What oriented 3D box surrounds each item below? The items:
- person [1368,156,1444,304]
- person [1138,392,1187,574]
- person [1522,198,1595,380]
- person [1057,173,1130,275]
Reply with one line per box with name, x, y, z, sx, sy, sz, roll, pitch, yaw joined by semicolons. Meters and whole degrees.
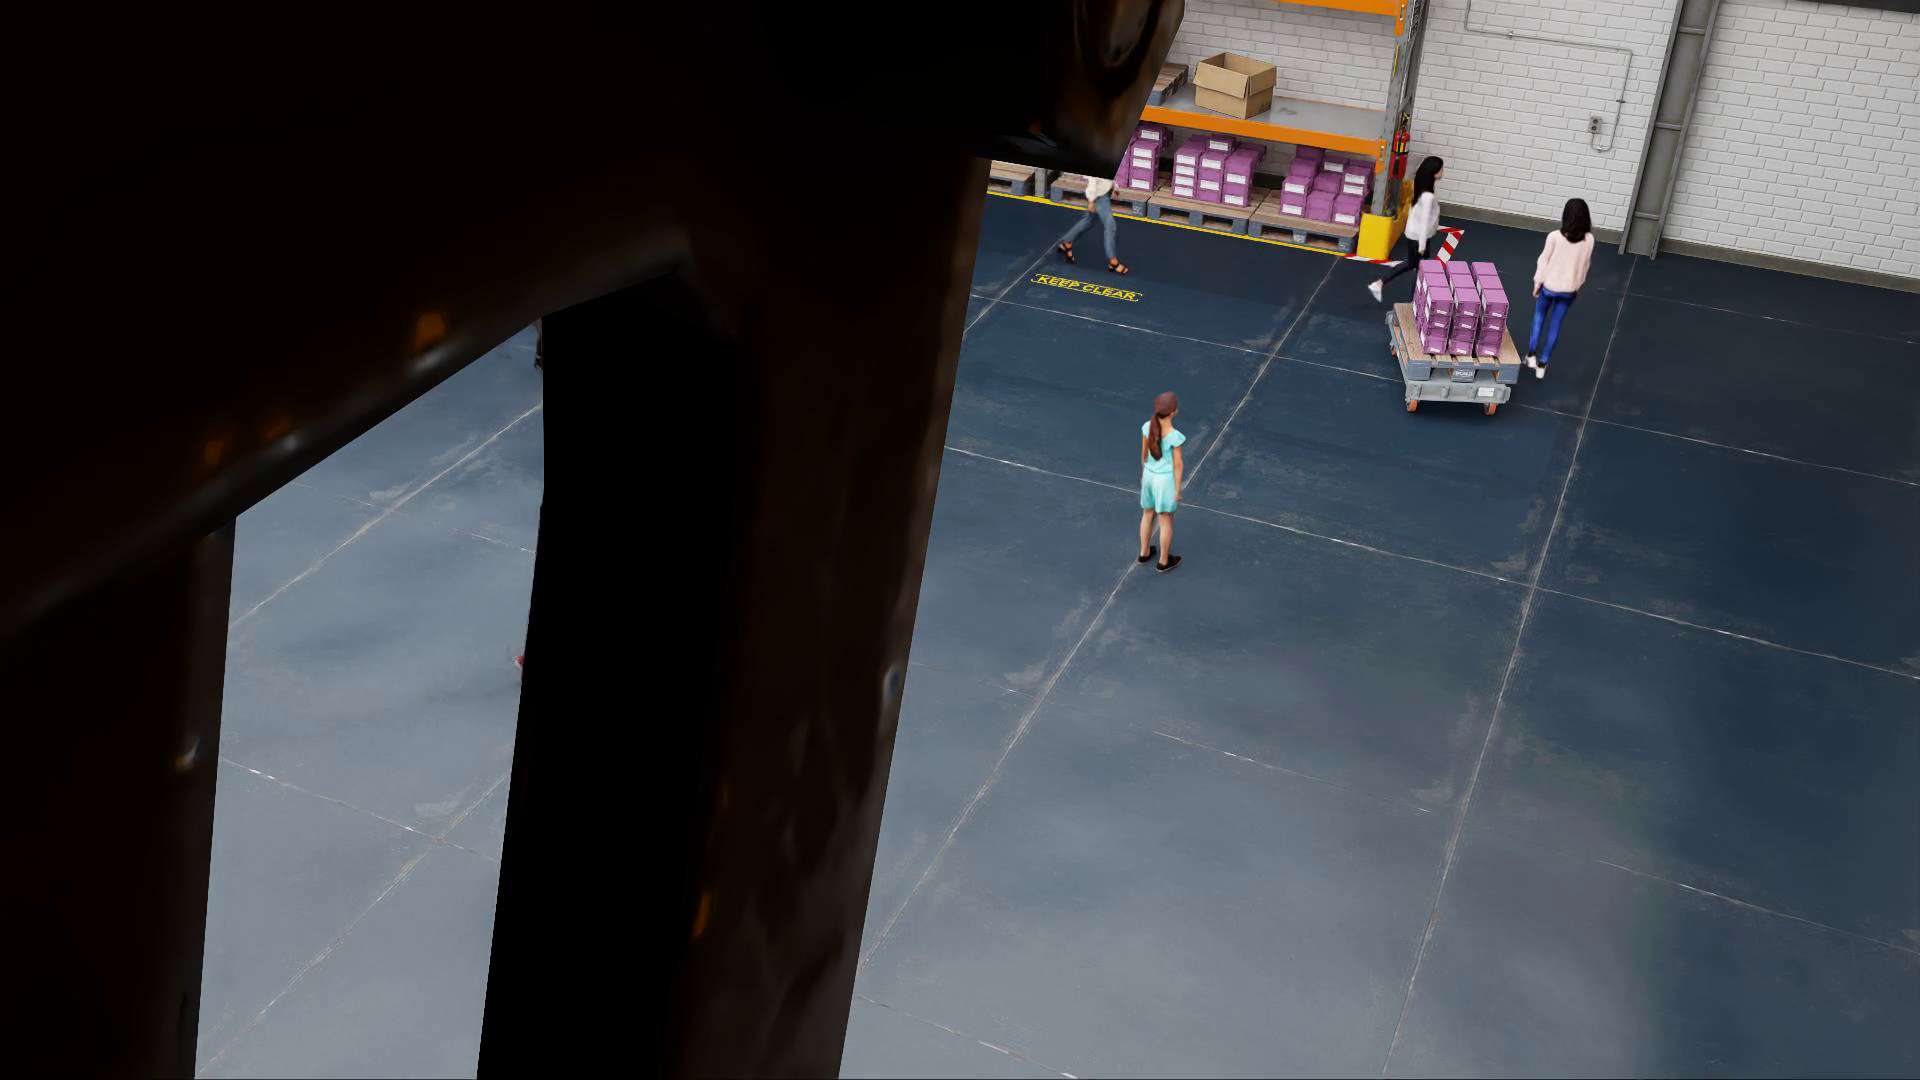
person;4.575;-3.080;16.879;1.000;1.684;0.840;4;34;6
person;1.578;-0.470;13.067;0.552;1.558;0.666;27;42;34
person;5.662;-2.317;15.678;0.591;1.743;0.748;7;34;11
person;1.412;-3.678;17.814;1.088;1.644;0.698;10;35;15
